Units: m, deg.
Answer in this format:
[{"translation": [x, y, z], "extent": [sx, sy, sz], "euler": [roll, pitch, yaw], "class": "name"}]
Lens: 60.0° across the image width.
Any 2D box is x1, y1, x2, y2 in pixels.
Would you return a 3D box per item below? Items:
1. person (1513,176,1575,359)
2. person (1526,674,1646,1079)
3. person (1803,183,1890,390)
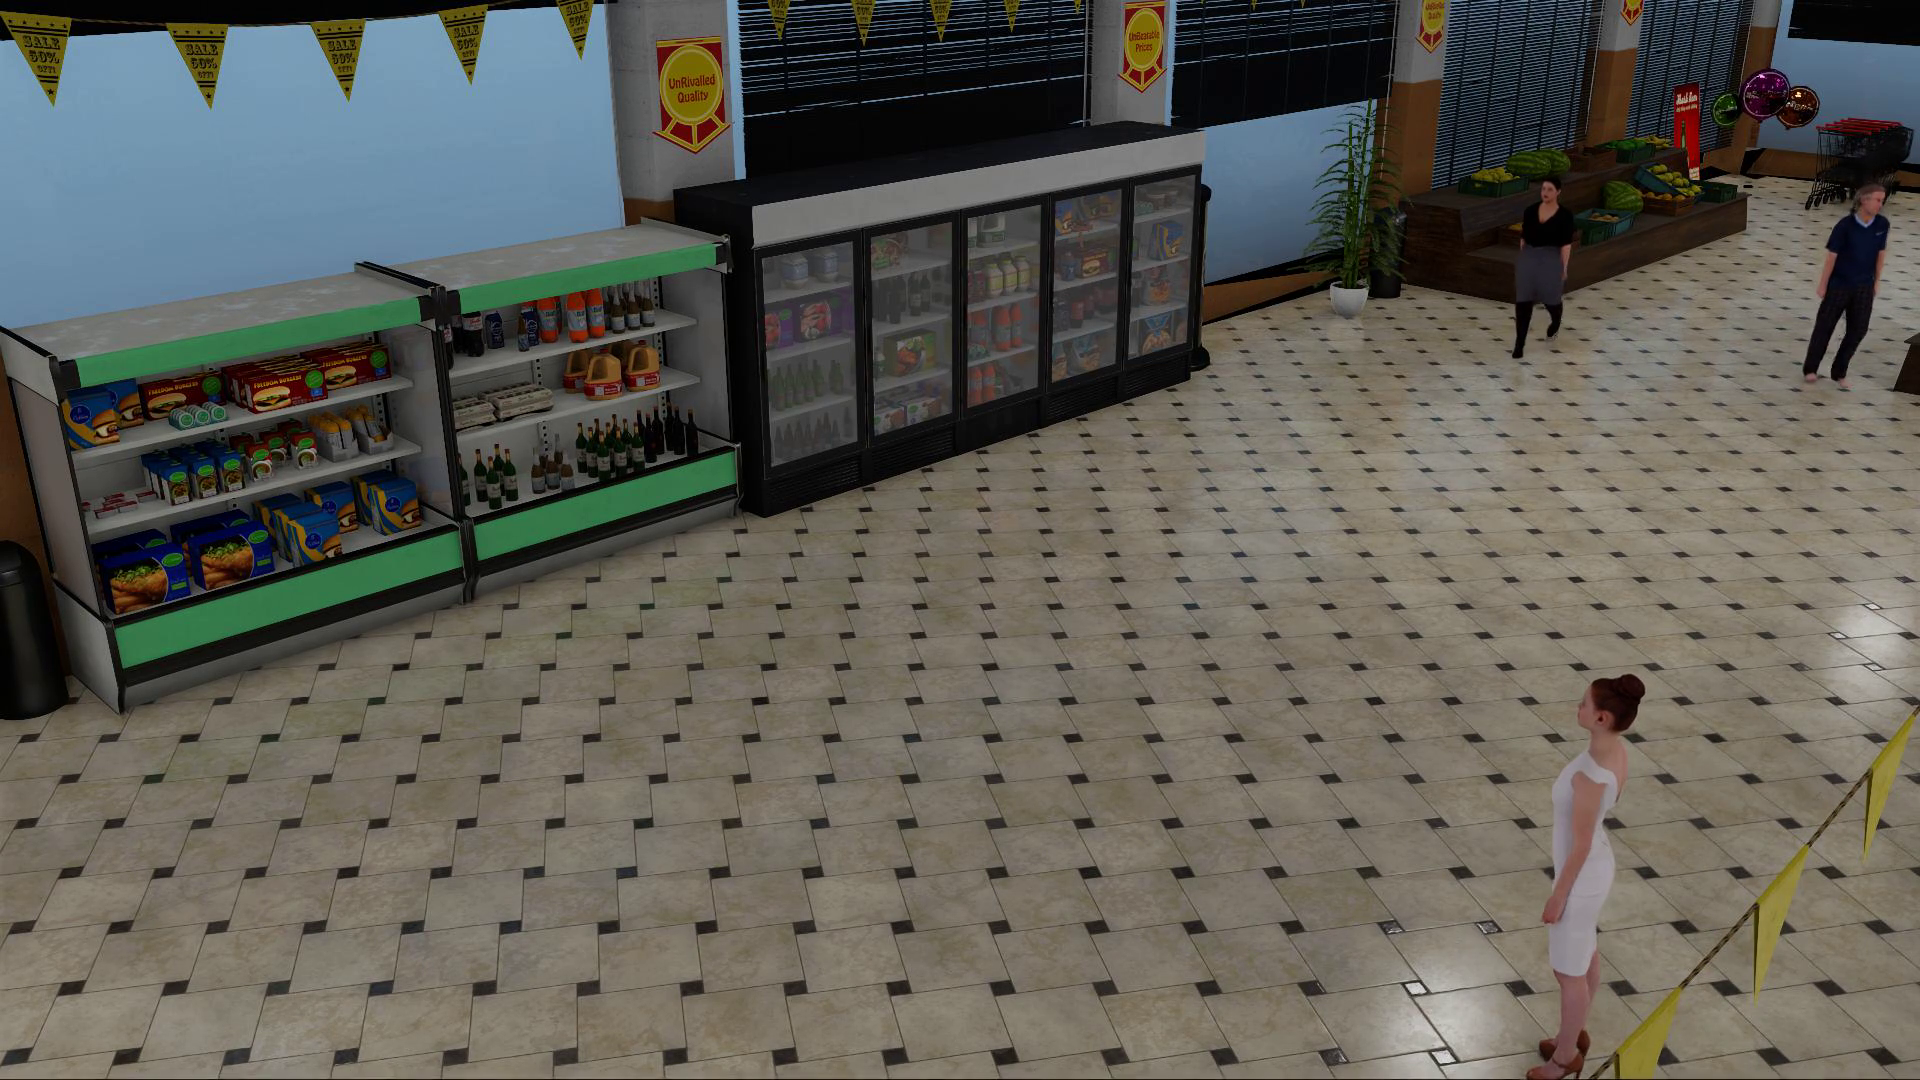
[{"translation": [5.676, -2.643, 16.124], "extent": [0.721, 1.735, 1.076], "euler": [17, 27, 35], "class": "person"}, {"translation": [2.341, 1.294, 6.251], "extent": [0.675, 1.791, 0.492], "euler": [13, 25, 30], "class": "person"}, {"translation": [8.101, -2.339, 15.216], "extent": [0.924, 1.847, 0.979], "euler": [3, 22, 8], "class": "person"}]
